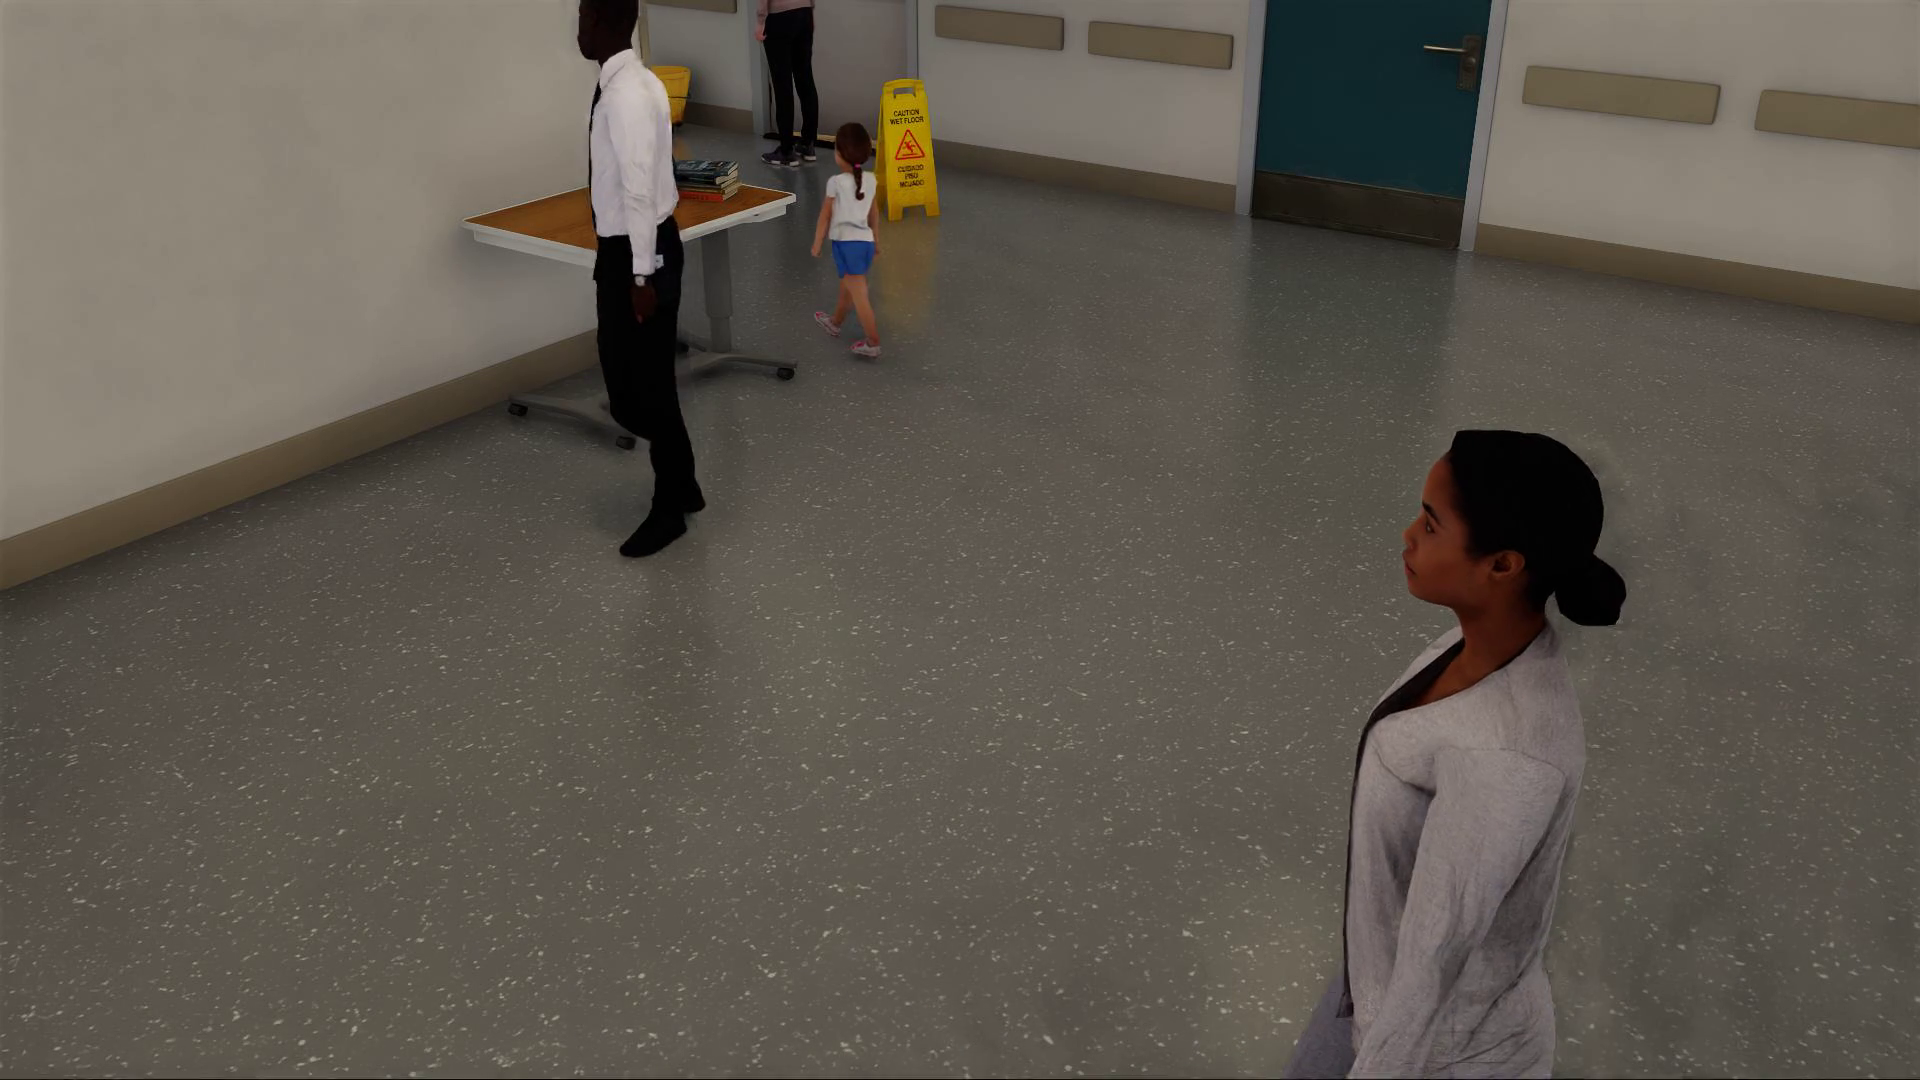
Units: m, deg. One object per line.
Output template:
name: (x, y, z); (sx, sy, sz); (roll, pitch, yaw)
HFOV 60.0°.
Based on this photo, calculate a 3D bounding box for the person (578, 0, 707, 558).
person: (-1.023, -0.872, 5.435); (0.831, 1.819, 0.765); (-10, 28, -20)

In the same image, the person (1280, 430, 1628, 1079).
person: (0.753, 0.689, 2.321); (1.197, 1.713, 0.951); (4, 26, 8)

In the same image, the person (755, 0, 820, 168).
person: (-1.090, -3.288, 10.459); (0.593, 1.807, 0.653); (22, 34, 38)

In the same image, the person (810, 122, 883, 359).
person: (-0.446, -1.274, 7.222); (0.739, 0.991, 0.490); (23, 34, 39)
